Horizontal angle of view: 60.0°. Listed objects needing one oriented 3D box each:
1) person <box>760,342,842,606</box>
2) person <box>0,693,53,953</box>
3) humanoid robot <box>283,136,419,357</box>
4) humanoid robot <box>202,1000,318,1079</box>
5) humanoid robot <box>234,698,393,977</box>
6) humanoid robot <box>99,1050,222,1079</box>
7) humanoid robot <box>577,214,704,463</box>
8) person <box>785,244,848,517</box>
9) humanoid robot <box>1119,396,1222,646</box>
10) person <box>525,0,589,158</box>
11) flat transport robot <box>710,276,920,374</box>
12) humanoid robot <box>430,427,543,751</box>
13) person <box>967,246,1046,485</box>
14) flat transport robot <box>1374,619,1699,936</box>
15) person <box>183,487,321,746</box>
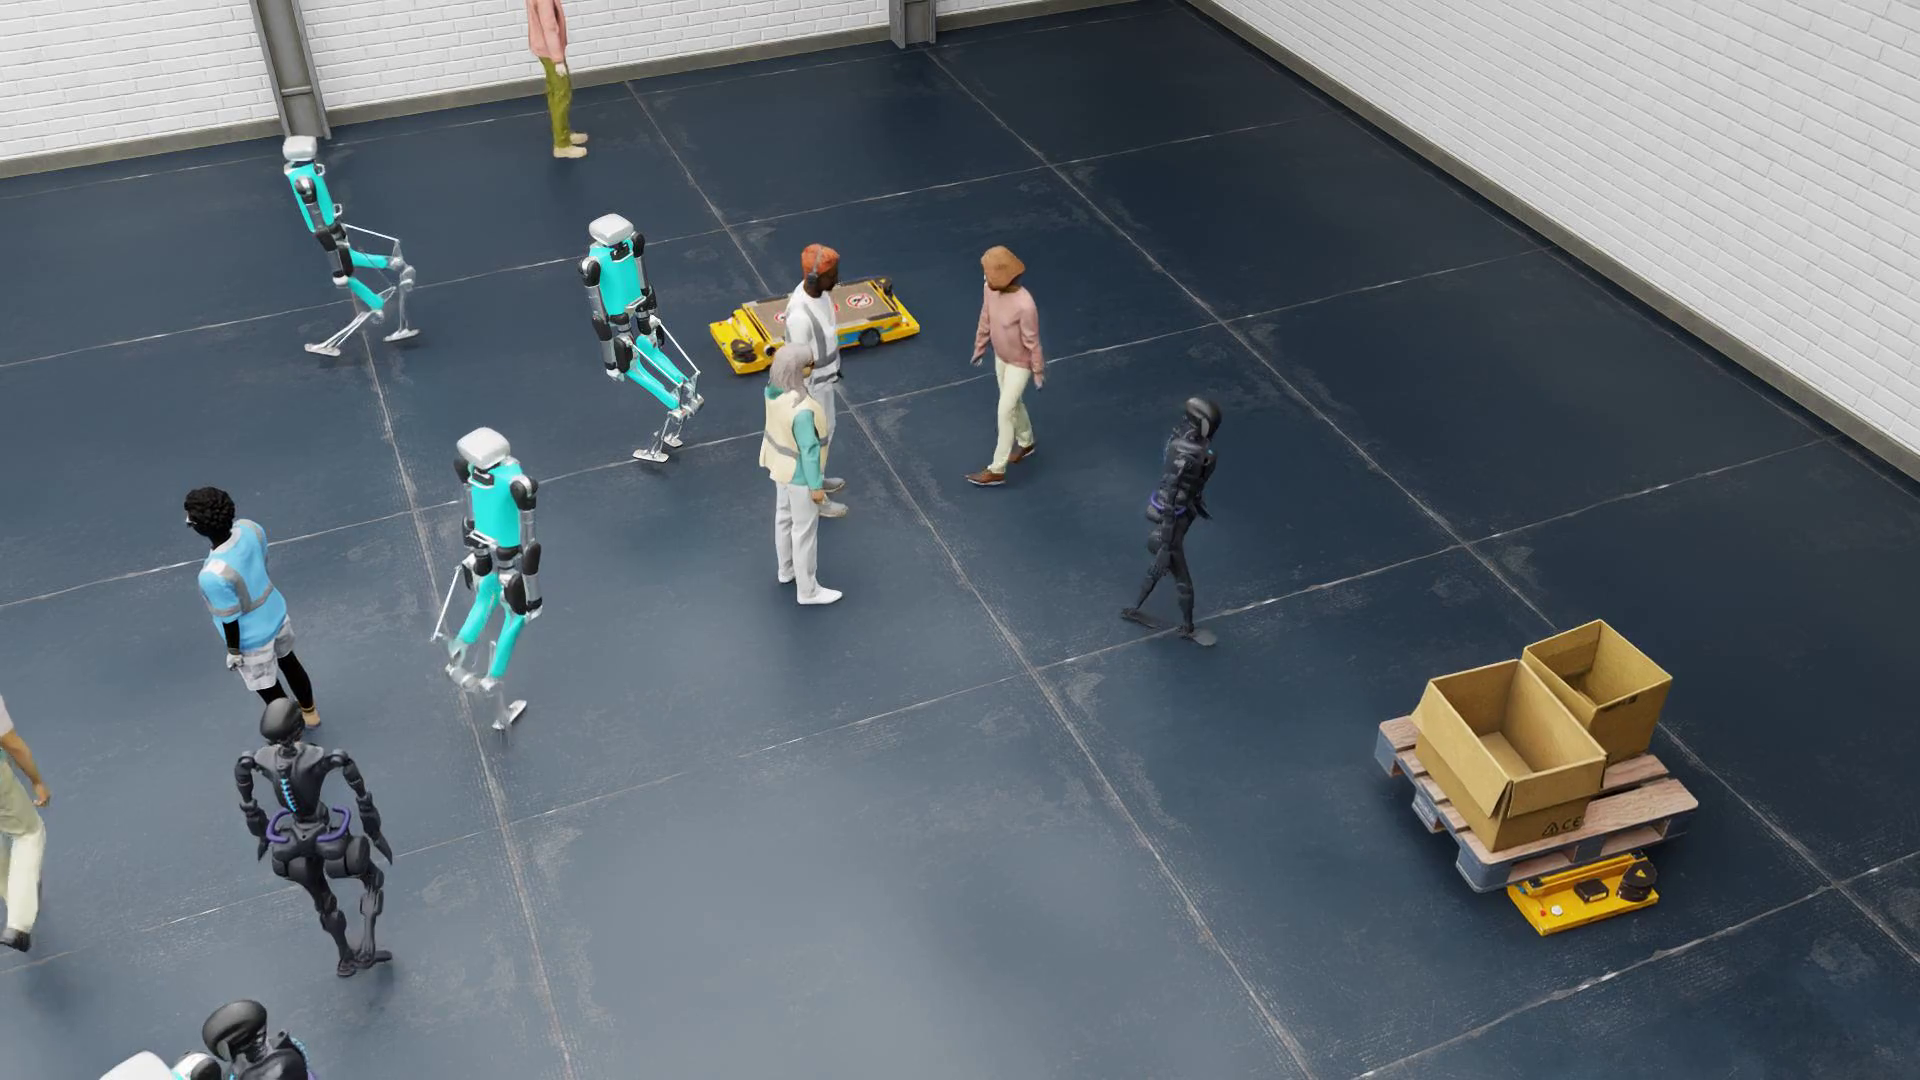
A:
[{"bbox_3d":[-0.947,-0.377,9.581,0.364,1.708,0.472,-19,41,-23],"label":"person"},{"bbox_3d":[-4.462,1.152,7.500,0.598,1.817,0.598,-5,38,-6],"label":"person"},{"bbox_3d":[-4.256,-2.047,11.735,1.029,1.727,0.547,-13,39,-16],"label":"humanoid robot"},{"bbox_3d":[-2.461,2.239,6.207,0.325,1.650,0.609,-28,45,-31],"label":"humanoid robot"},{"bbox_3d":[-2.865,1.346,7.367,0.601,1.650,0.373,-2,38,-2],"label":"humanoid robot"},{"bbox_3d":[-2.505,2.485,5.809,0.686,1.770,0.532,21,42,25],"label":"humanoid robot"},{"bbox_3d":[-1.940,-1.224,10.552,0.735,1.677,0.533,20,42,24],"label":"humanoid robot"},{"bbox_3d":[-0.887,-0.974,10.233,0.375,1.874,0.588,6,38,7],"label":"person"},{"bbox_3d":[1.221,-0.128,9.308,0.567,1.632,0.601,16,40,20],"label":"humanoid robot"},{"bbox_3d":[-3.556,-4.274,14.549,0.402,1.833,0.559,-14,40,-18],"label":"person"},{"bbox_3d":[-1.080,-1.608,12.366,1.431,0.231,0.659,-15,40,-19],"label":"flat transport robot"},{"bbox_3d":[-2.504,0.357,8.683,0.551,1.870,0.779,23,43,27],"label":"humanoid robot"},{"bbox_3d":[0.268,-1.108,10.625,0.685,1.594,0.558,-22,43,-26],"label":"person"},{"bbox_3d":[2.854,1.362,8.500,0.659,0.231,1.431,-11,39,-14],"label":"flat transport robot"},{"bbox_3d":[-3.627,0.442,8.525,0.321,1.695,0.535,2,38,3],"label":"person"}]
